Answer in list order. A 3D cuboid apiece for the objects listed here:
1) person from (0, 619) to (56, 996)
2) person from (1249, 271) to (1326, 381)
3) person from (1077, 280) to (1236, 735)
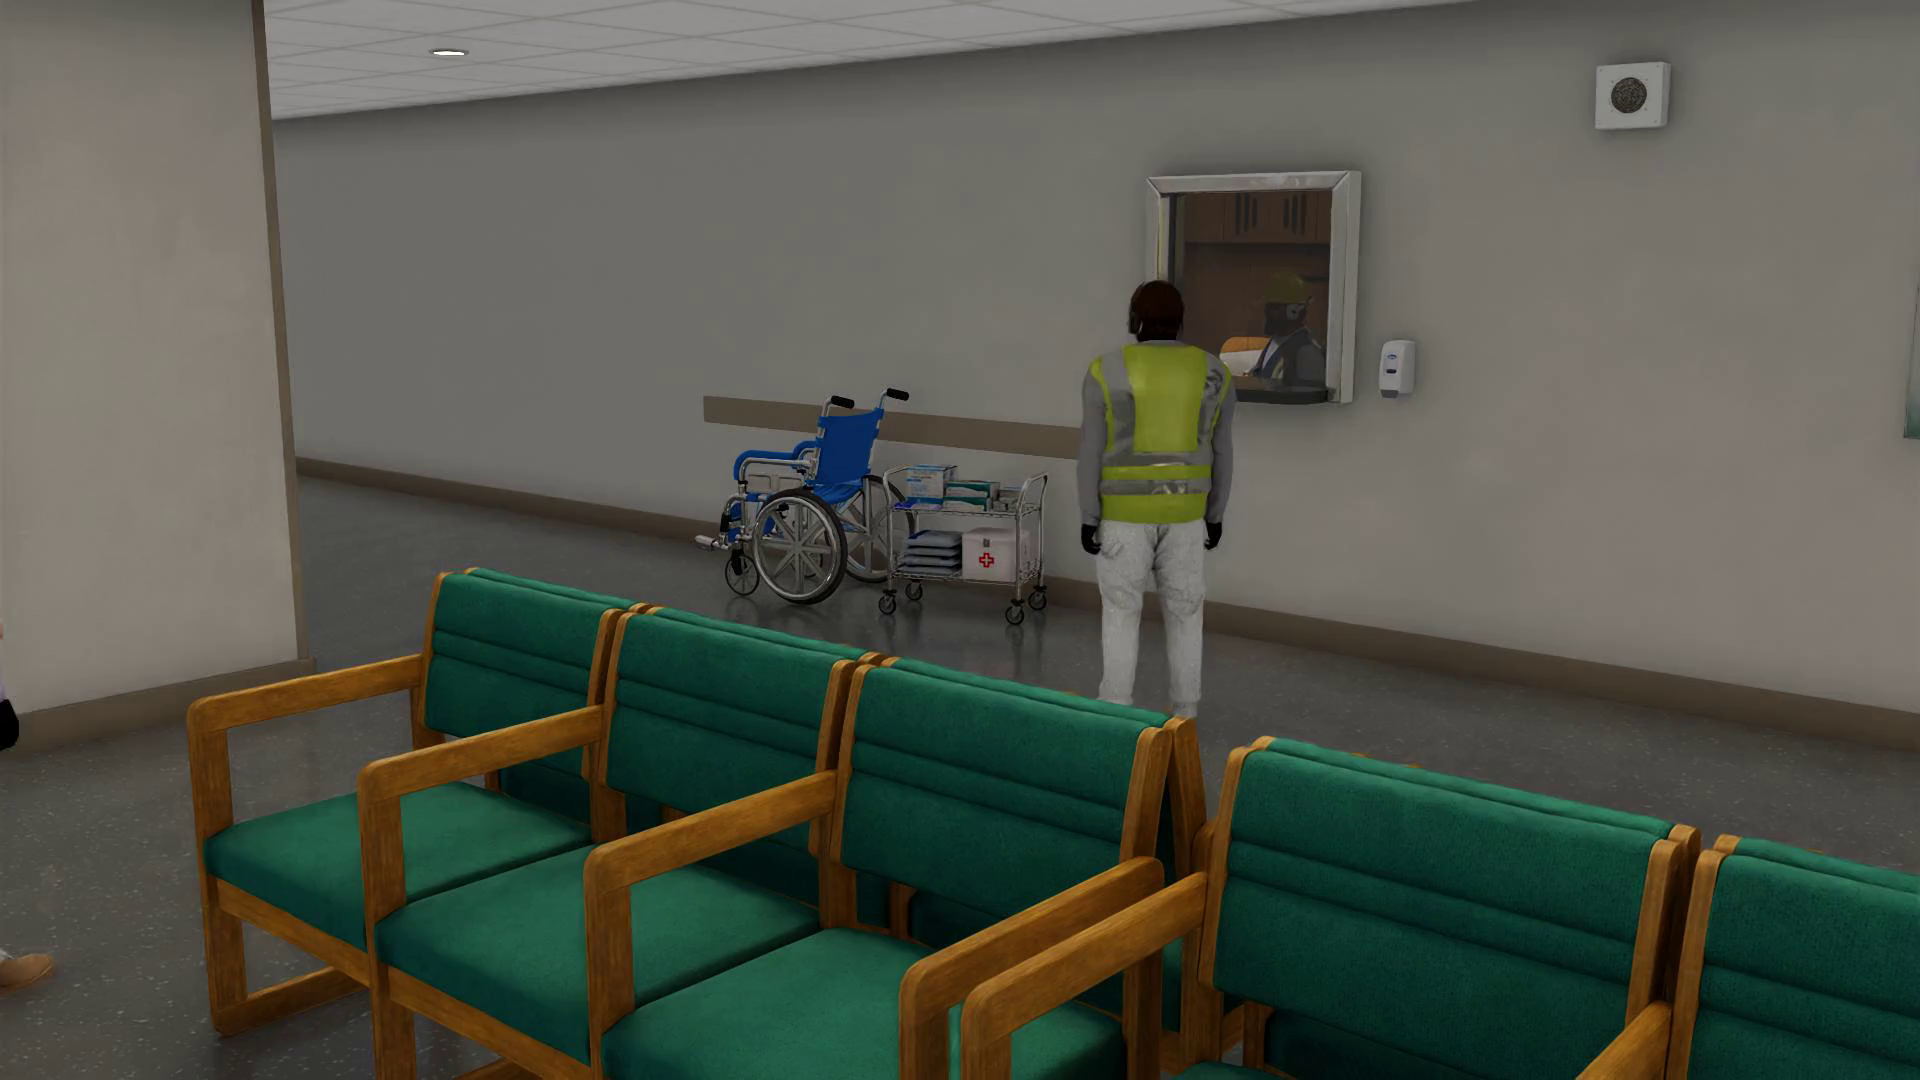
[{"bbox_3d":[-2.614,0.366,3.961,0.613,1.821,0.800,5,11,28],"label":"person"},{"bbox_3d":[1.742,-0.530,9.020,0.403,1.833,0.586,-2,10,-11],"label":"person"},{"bbox_3d":[0.765,-0.106,6.613,0.635,1.837,0.429,-2,10,-11],"label":"person"}]
